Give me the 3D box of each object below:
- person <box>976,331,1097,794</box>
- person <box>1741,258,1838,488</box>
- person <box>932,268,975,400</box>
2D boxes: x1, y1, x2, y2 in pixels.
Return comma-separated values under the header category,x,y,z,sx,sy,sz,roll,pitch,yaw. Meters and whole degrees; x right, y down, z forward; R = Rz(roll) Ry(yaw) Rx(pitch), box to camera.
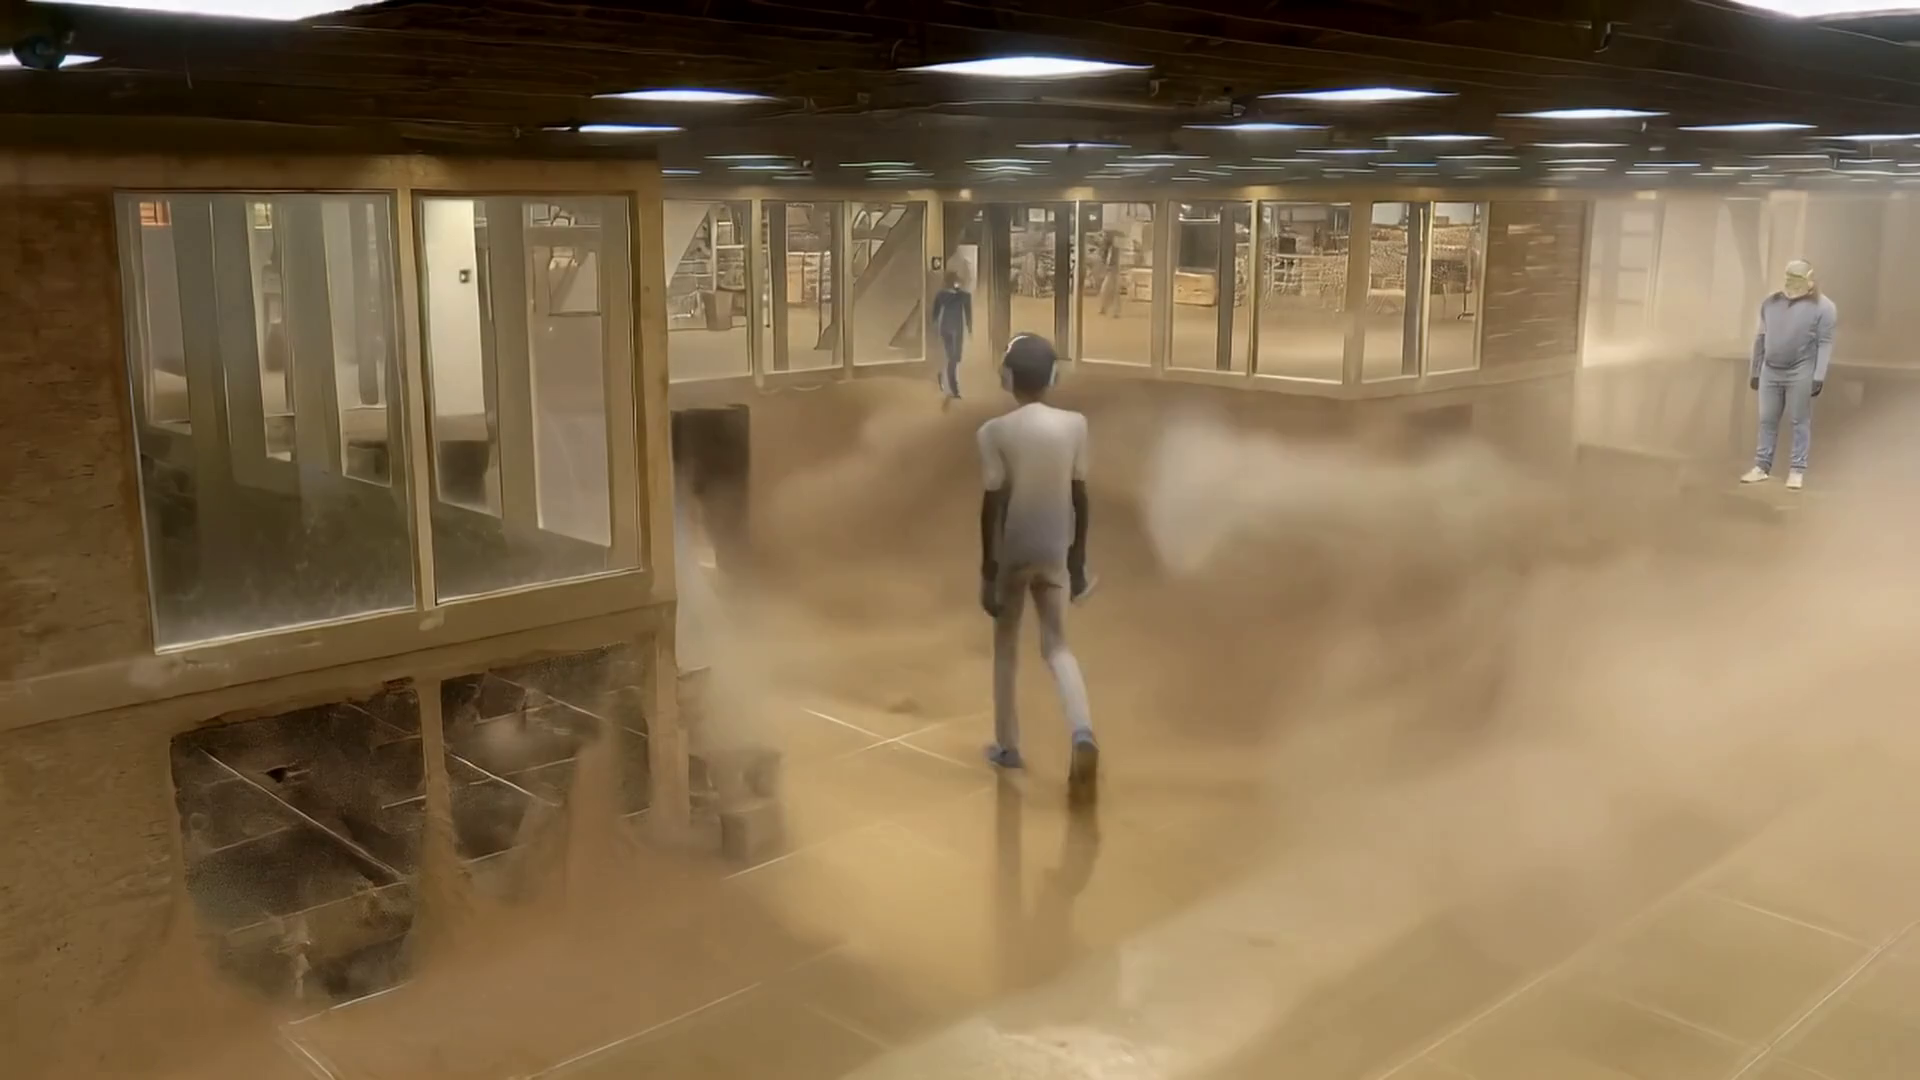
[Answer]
category,x,y,z,sx,sy,sz,roll,pitch,yaw
person,0.315,0.095,6.655,0.524,1.852,0.776,-4,12,-20
person,6.963,-1.403,13.993,0.411,1.908,0.643,-9,14,-38
person,-0.137,-2.541,20.449,0.498,1.602,0.699,-7,13,-33
